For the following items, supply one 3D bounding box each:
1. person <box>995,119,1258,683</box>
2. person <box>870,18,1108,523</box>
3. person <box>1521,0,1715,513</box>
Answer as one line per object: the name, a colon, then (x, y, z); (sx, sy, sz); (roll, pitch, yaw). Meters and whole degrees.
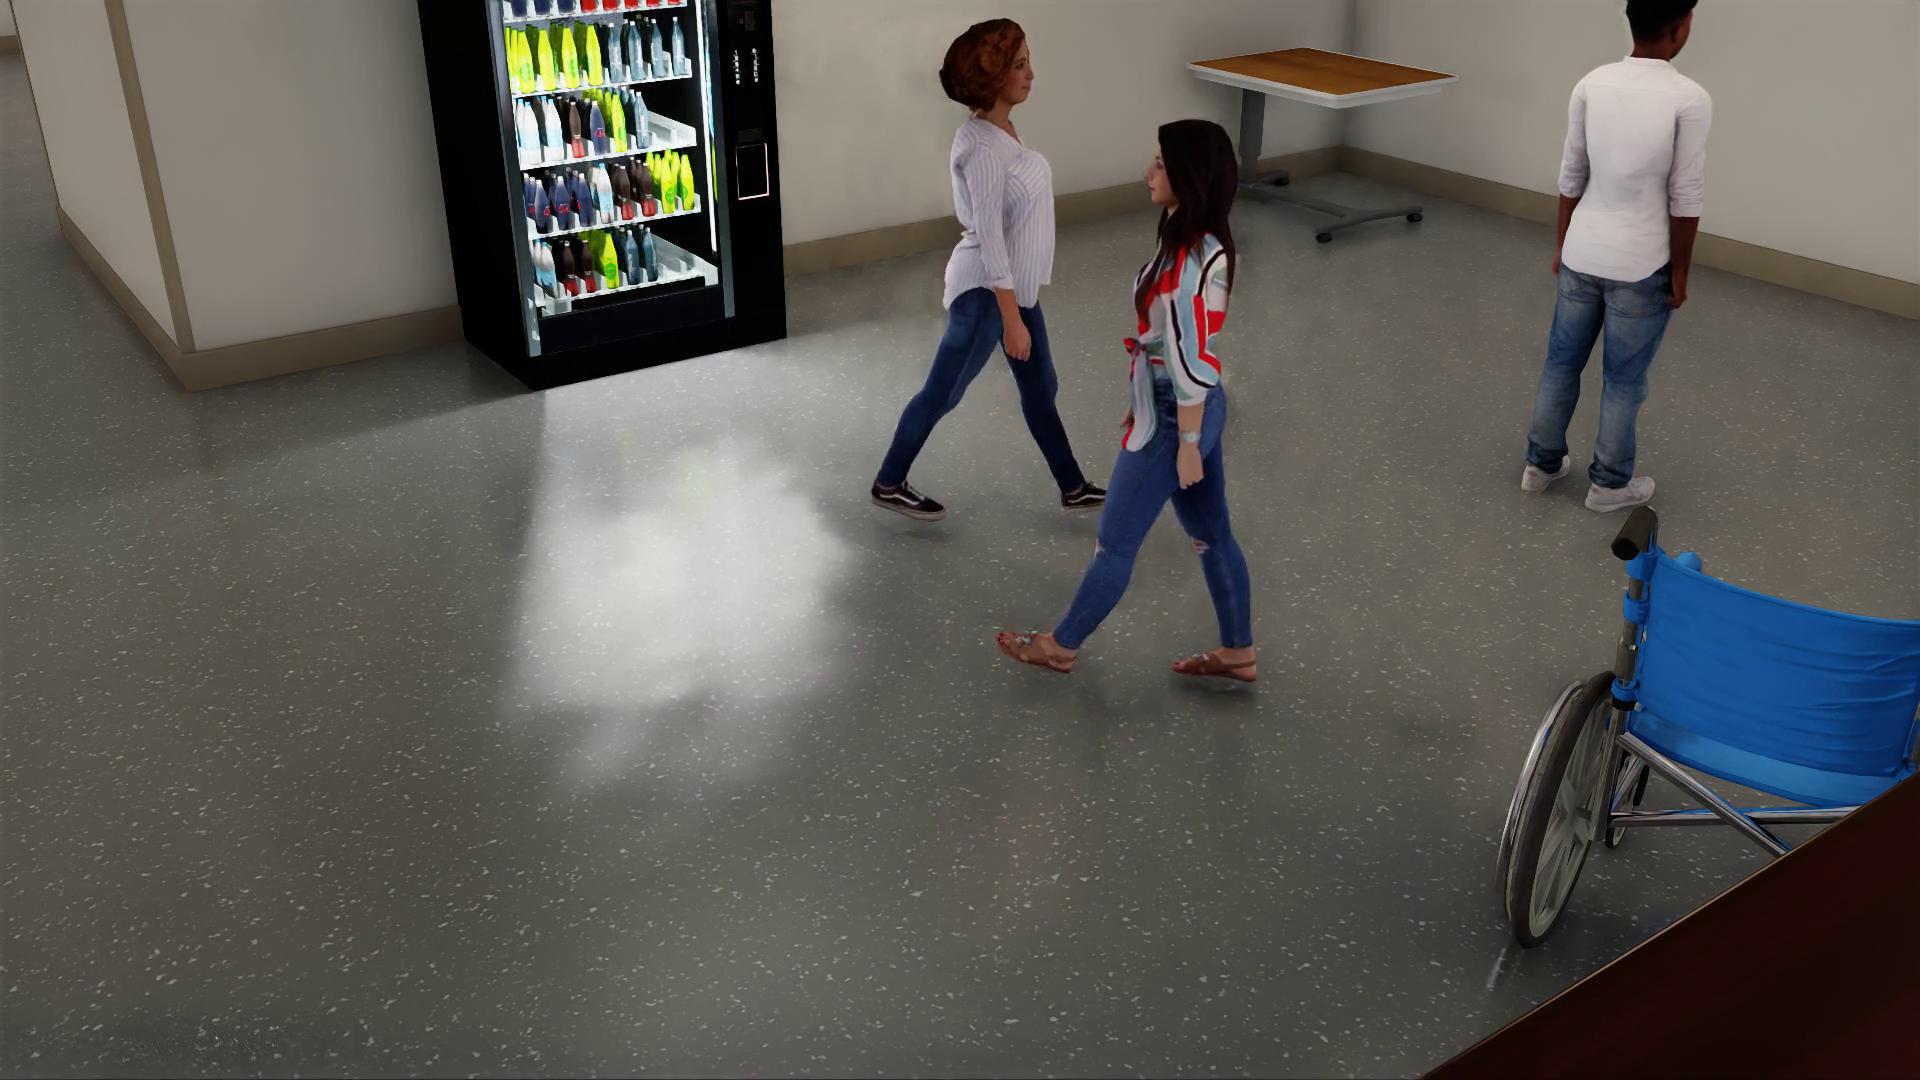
person: (0.669, -0.302, 4.487); (1.056, 1.582, 1.000); (4, 26, 9)
person: (0.005, -0.810, 5.440); (1.175, 1.668, 1.172); (7, 27, 14)
person: (2.237, -0.996, 5.659); (0.600, 1.814, 0.665); (-21, 33, -37)
